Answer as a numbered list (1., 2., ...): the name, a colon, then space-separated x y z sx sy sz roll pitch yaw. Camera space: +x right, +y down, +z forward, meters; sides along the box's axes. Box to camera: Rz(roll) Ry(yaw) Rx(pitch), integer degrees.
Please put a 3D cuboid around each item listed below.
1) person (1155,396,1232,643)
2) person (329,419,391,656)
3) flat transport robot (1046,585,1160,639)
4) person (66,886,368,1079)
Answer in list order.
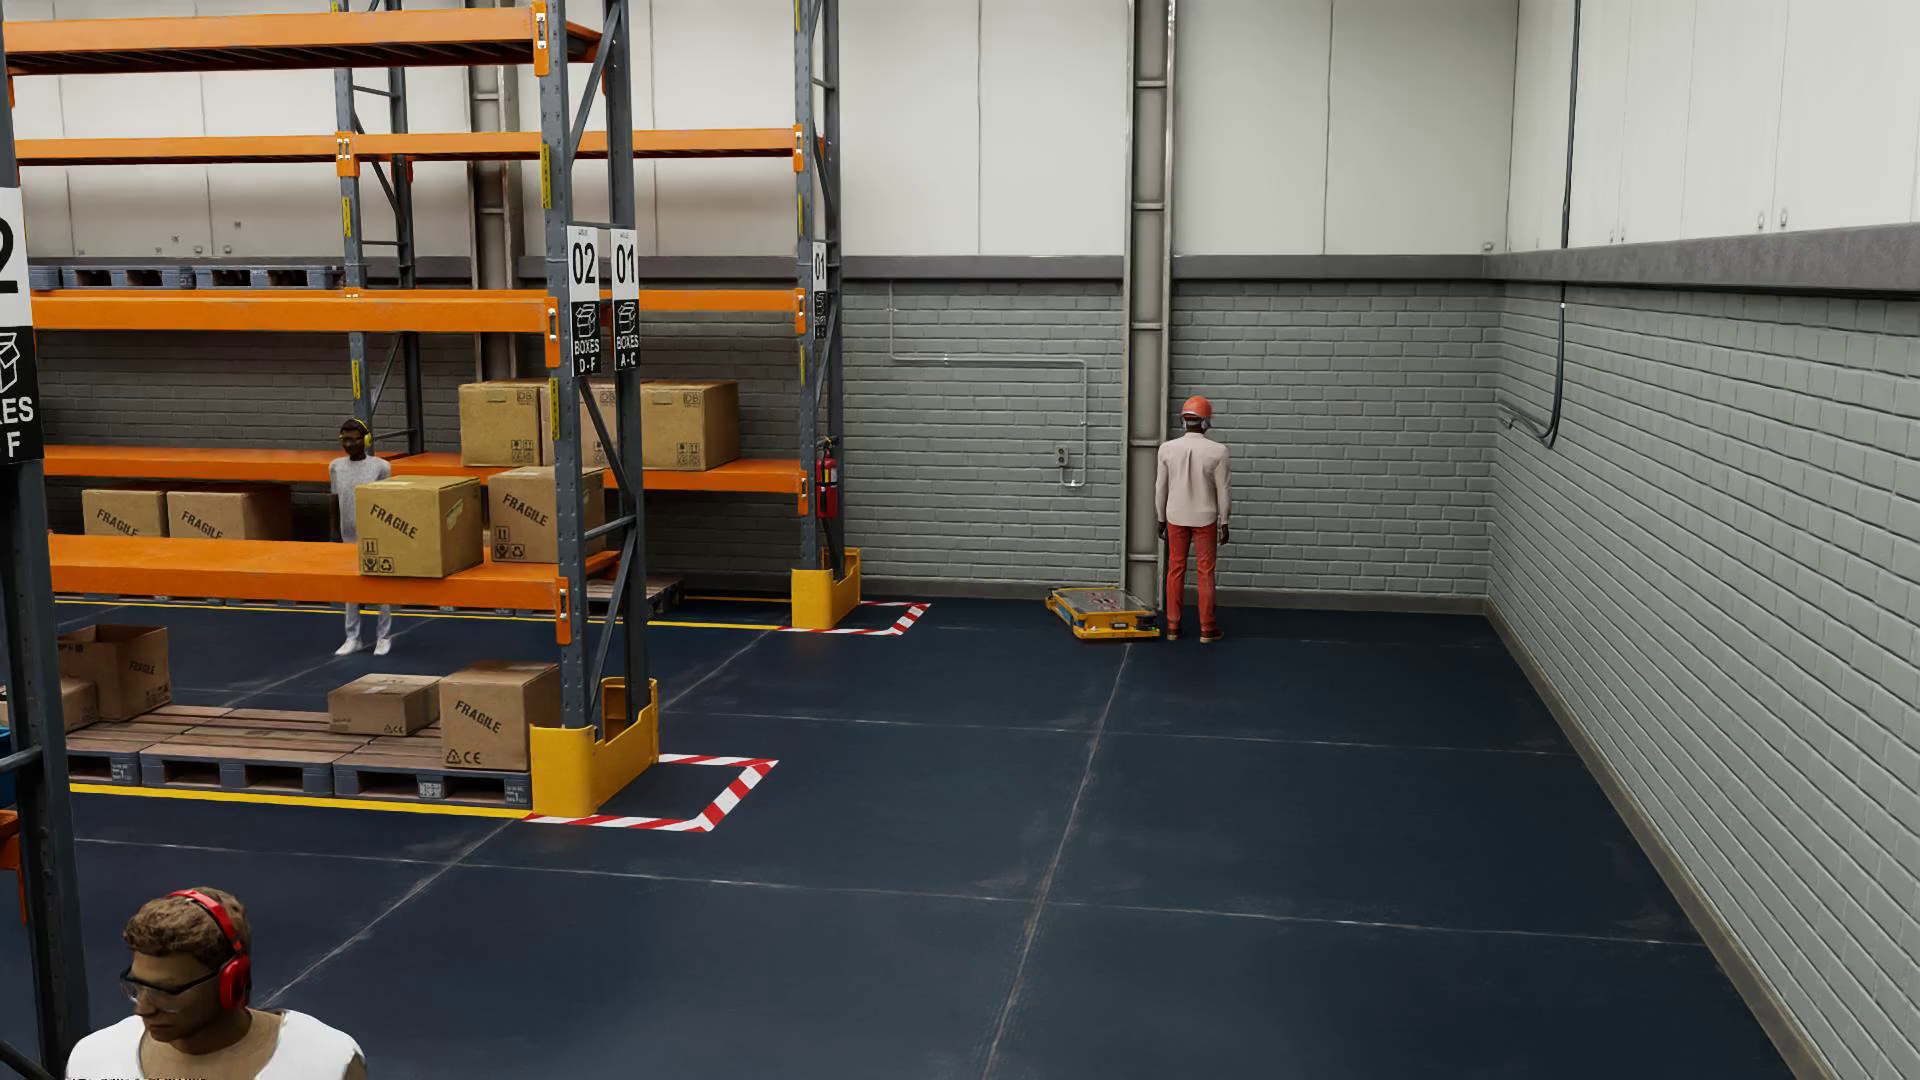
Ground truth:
1. person: 1.895 -0.168 13.477 0.622 1.989 0.399 4 10 23
2. person: -4.656 -0.019 12.948 0.534 1.864 0.310 0 9 2
3. flat transport robot: 1.186 0.594 14.075 0.652 0.197 1.431 -1 9 -9
4. person: -1.430 1.549 3.286 0.566 1.841 0.381 0 9 -2
